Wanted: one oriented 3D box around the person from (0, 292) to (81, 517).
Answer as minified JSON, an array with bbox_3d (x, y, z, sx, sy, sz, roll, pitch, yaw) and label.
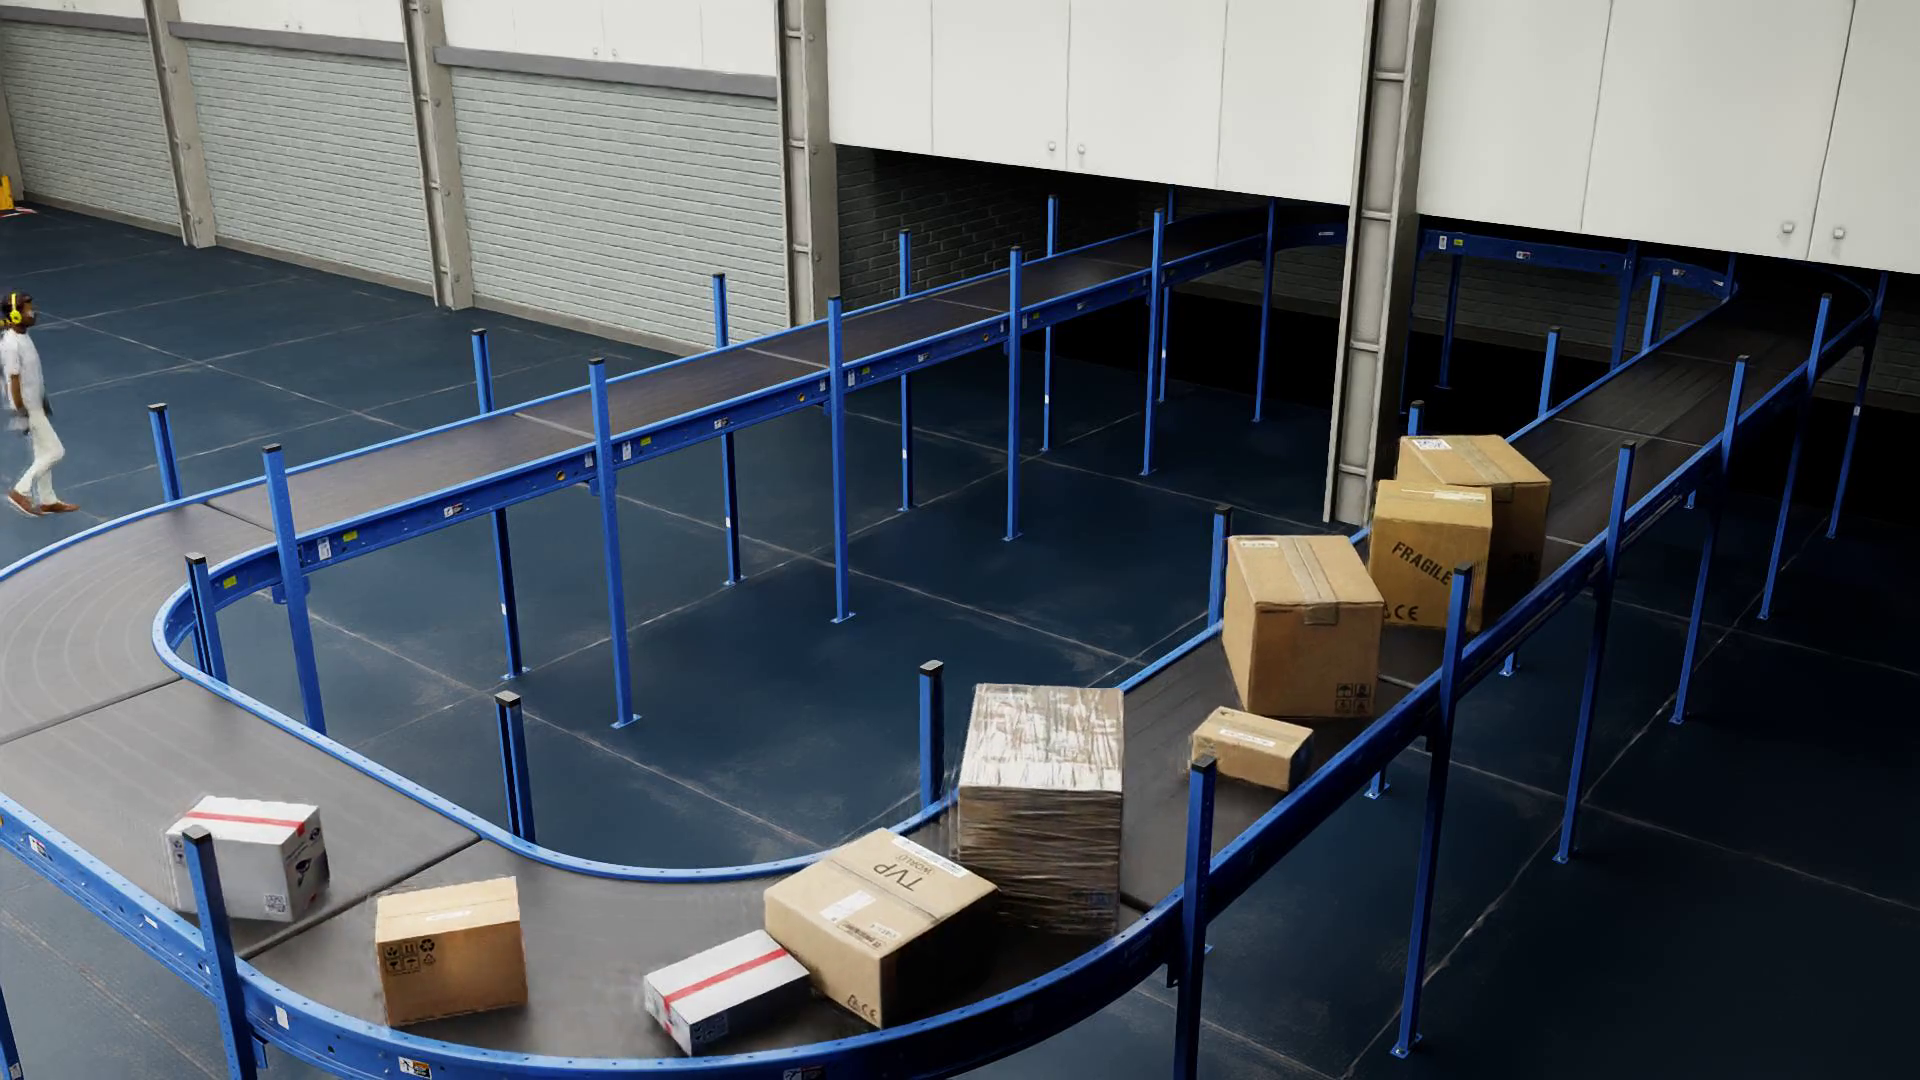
[{"bbox_3d":[-7.476,-1.076,13.391,0.433,1.860,0.509,-9,23,-21],"label":"person"}]
